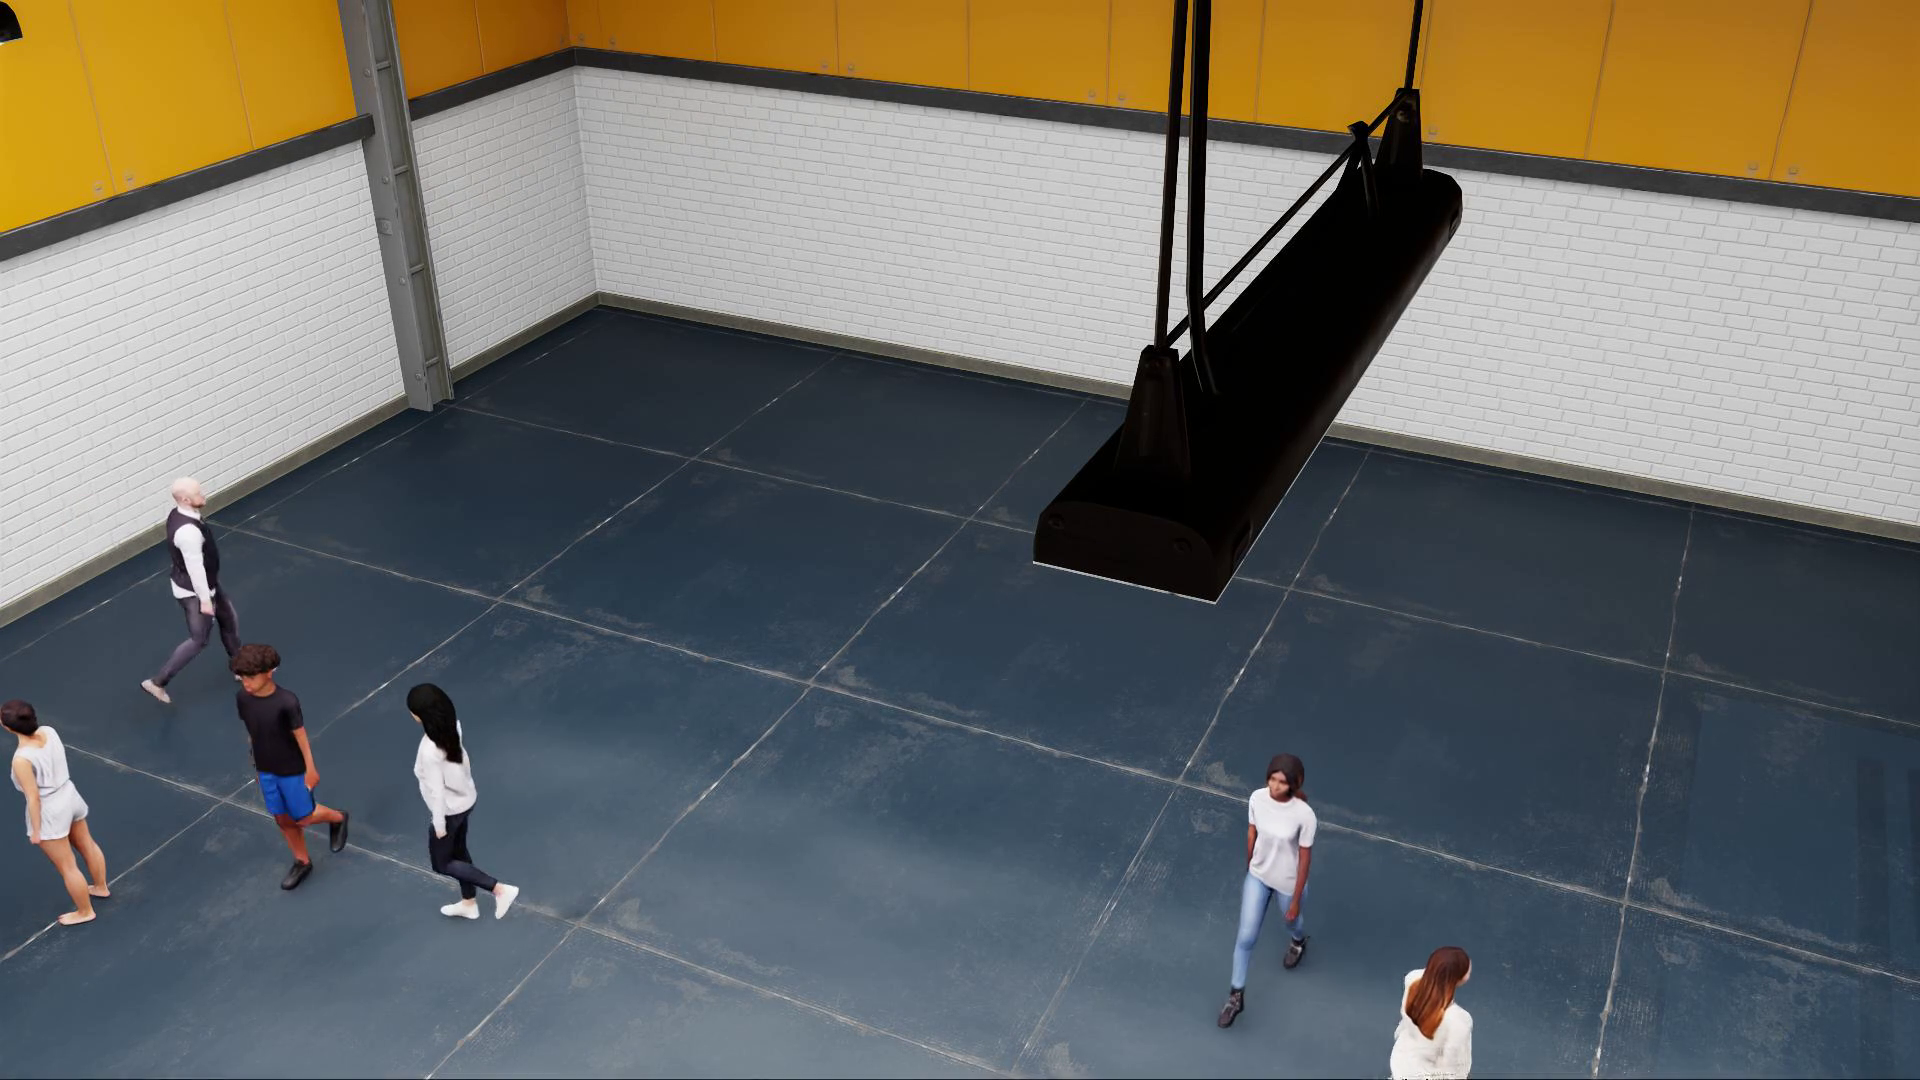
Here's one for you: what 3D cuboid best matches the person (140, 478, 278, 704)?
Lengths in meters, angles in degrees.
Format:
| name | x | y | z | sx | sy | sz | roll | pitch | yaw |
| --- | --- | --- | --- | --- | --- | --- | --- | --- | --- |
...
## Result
| name | x | y | z | sx | sy | sz | roll | pitch | yaw |
| --- | --- | --- | --- | --- | --- | --- | --- | --- | --- |
| person | -5.715 | 0.411 | 12.278 | 1.300 | 1.789 | 1.149 | -17 | 33 | -28 |

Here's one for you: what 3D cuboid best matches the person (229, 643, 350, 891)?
| name | x | y | z | sx | sy | sz | roll | pitch | yaw |
| --- | --- | --- | --- | --- | --- | --- | --- | --- | --- |
| person | -4.233 | 1.362 | 10.547 | 0.662 | 1.777 | 0.862 | 8 | 30 | 14 |

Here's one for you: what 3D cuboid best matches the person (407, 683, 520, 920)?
| name | x | y | z | sx | sy | sz | roll | pitch | yaw |
| --- | --- | --- | --- | --- | --- | --- | --- | --- | --- |
| person | -3.020 | 1.634 | 10.148 | 0.869 | 1.681 | 0.833 | 0 | 29 | 0 |

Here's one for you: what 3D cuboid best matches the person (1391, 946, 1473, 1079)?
| name | x | y | z | sx | sy | sz | roll | pitch | yaw |
| --- | --- | --- | --- | --- | --- | --- | --- | --- | --- |
| person | 2.247 | 2.679 | 8.232 | 0.977 | 1.681 | 0.902 | -13 | 31 | -22 |

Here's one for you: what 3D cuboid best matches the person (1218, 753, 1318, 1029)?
| name | x | y | z | sx | sy | sz | roll | pitch | yaw |
| --- | --- | --- | --- | --- | --- | --- | --- | --- | --- |
| person | 1.871 | 1.943 | 9.583 | 0.715 | 1.679 | 1.195 | 19 | 34 | 30 |

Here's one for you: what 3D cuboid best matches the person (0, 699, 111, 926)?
| name | x | y | z | sx | sy | sz | roll | pitch | yaw |
| --- | --- | --- | --- | --- | --- | --- | --- | --- | --- |
| person | -5.557 | 1.643 | 10.206 | 0.690 | 1.611 | 0.561 | 1 | 29 | 2 |
